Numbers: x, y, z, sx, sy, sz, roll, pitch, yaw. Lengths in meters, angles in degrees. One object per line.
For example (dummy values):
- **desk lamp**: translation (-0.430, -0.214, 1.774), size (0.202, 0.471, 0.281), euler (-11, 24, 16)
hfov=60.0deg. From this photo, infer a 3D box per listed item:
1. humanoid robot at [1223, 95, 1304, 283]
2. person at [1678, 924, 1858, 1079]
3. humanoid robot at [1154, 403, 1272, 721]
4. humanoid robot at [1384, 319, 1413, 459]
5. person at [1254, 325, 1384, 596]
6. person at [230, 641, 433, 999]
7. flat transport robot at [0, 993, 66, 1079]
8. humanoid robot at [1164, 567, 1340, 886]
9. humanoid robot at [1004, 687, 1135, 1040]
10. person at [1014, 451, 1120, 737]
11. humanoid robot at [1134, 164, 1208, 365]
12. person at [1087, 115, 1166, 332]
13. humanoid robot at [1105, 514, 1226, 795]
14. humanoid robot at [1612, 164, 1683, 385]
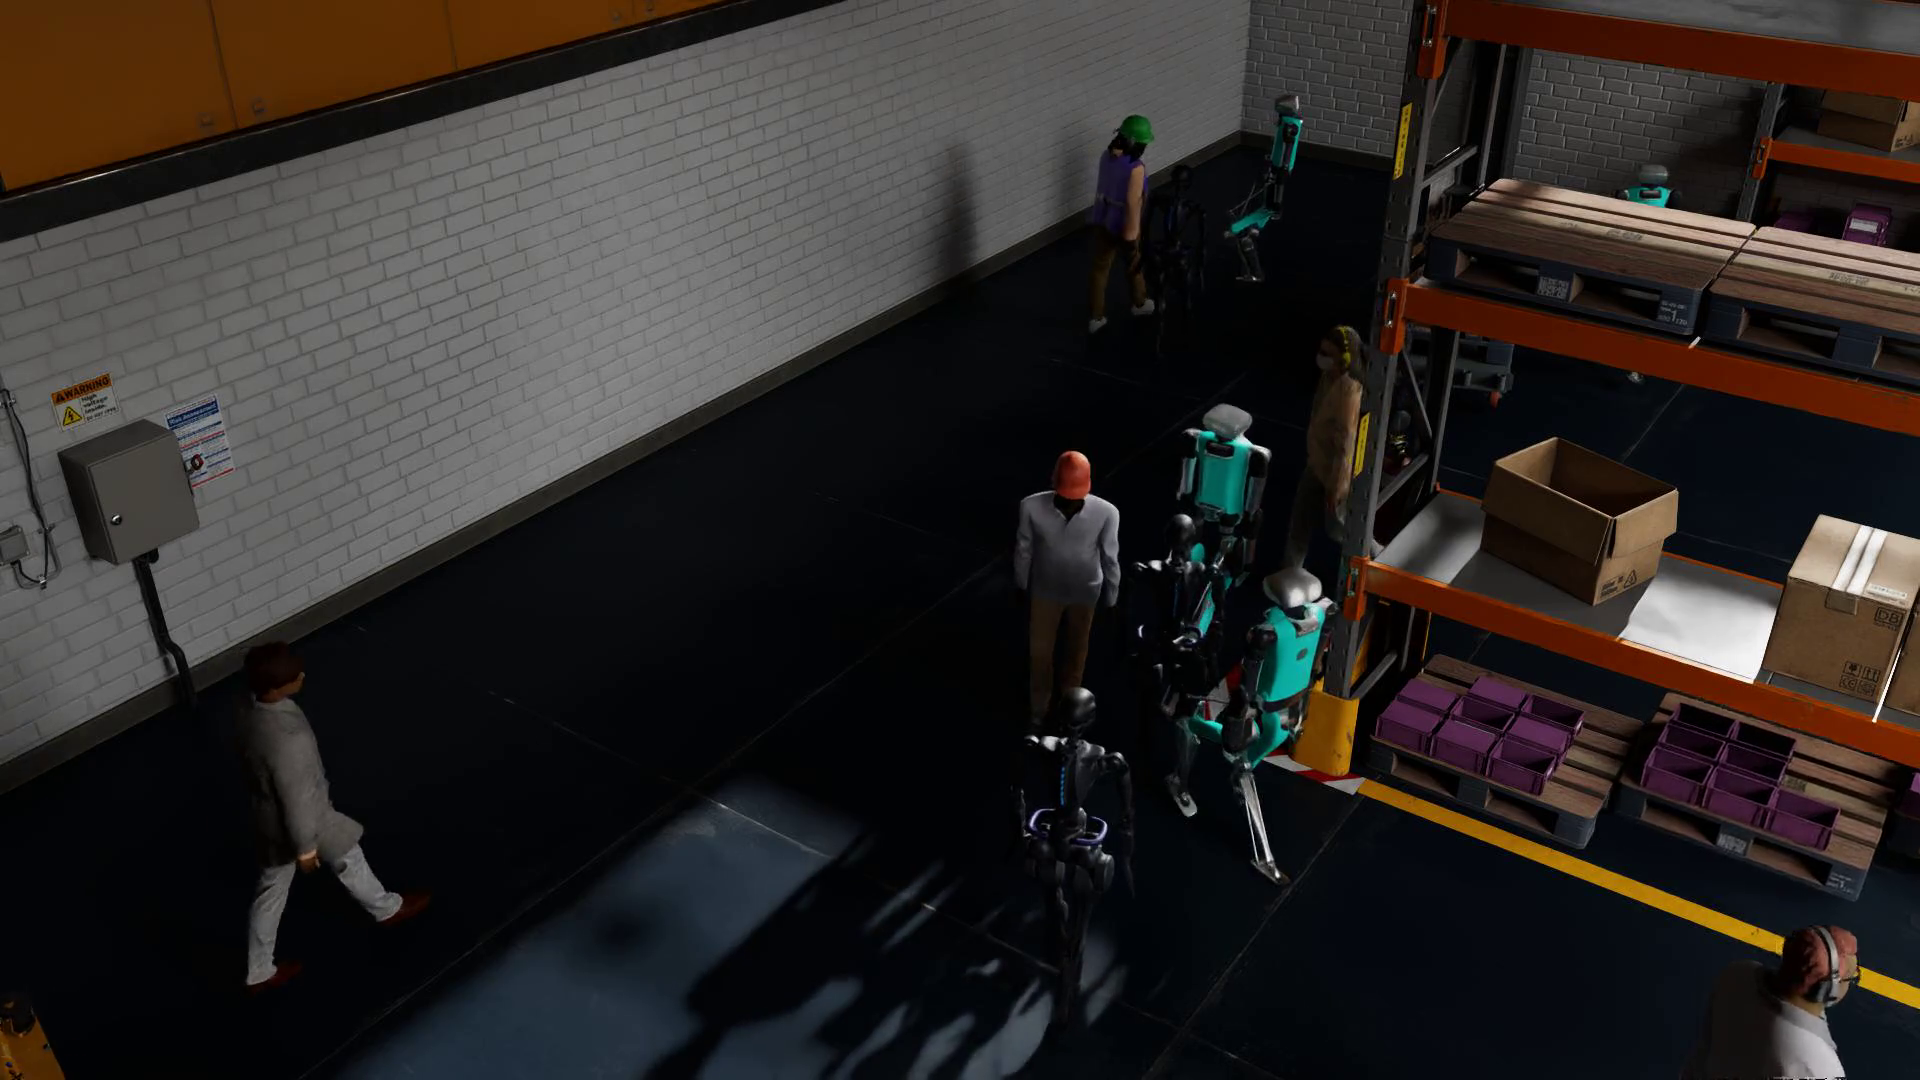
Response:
- **humanoid robot**: translation (2.646, -3.087, 14.959), size (0.760, 1.811, 0.540), euler (3, 30, 5)
- **person**: translation (2.686, 2.092, 5.802), size (0.827, 1.875, 0.633), euler (1, 30, 2)
- **humanoid robot**: translation (1.292, 0.206, 9.272), size (0.548, 1.824, 0.868), euler (17, 34, 27)
- **humanoid robot**: translation (2.862, -0.934, 11.257), size (0.537, 1.645, 0.609), euler (-5, 30, -8)
- **person**: translation (2.358, -0.459, 10.263), size (0.865, 1.845, 0.559), euler (-5, 30, -9)
- **person**: translation (-2.955, 1.199, 7.445), size (0.510, 1.782, 0.946), euler (20, 36, 31)
- **flat transport robot**: translation (-4.505, 2.426, 6.832), size (1.431, 0.231, 0.659), euler (-23, 37, -34)
- **humanoid robot**: translation (1.338, 0.797, 8.241), size (0.531, 1.774, 1.014), euler (-18, 35, -29)
- **humanoid robot**: translation (0.475, 1.367, 7.309), size (0.610, 1.626, 0.783), euler (9, 31, 15)
- **person**: translation (0.572, 0.299, 9.052), size (0.576, 1.725, 0.599), euler (3, 30, 5)
- **humanoid robot**: translation (1.732, -2.271, 13.588), size (0.612, 1.643, 0.583), euler (12, 32, 21)
- **person**: translation (1.438, -2.710, 14.136), size (0.854, 1.869, 0.517), euler (-25, 38, -36)
- **humanoid robot**: translation (1.052, 0.594, 8.595), size (0.593, 1.656, 0.352), euler (1, 30, 2)
- **humanoid robot**: translation (5.358, -2.006, 13.078), size (0.534, 1.746, 1.012), euler (1, 30, 2)
